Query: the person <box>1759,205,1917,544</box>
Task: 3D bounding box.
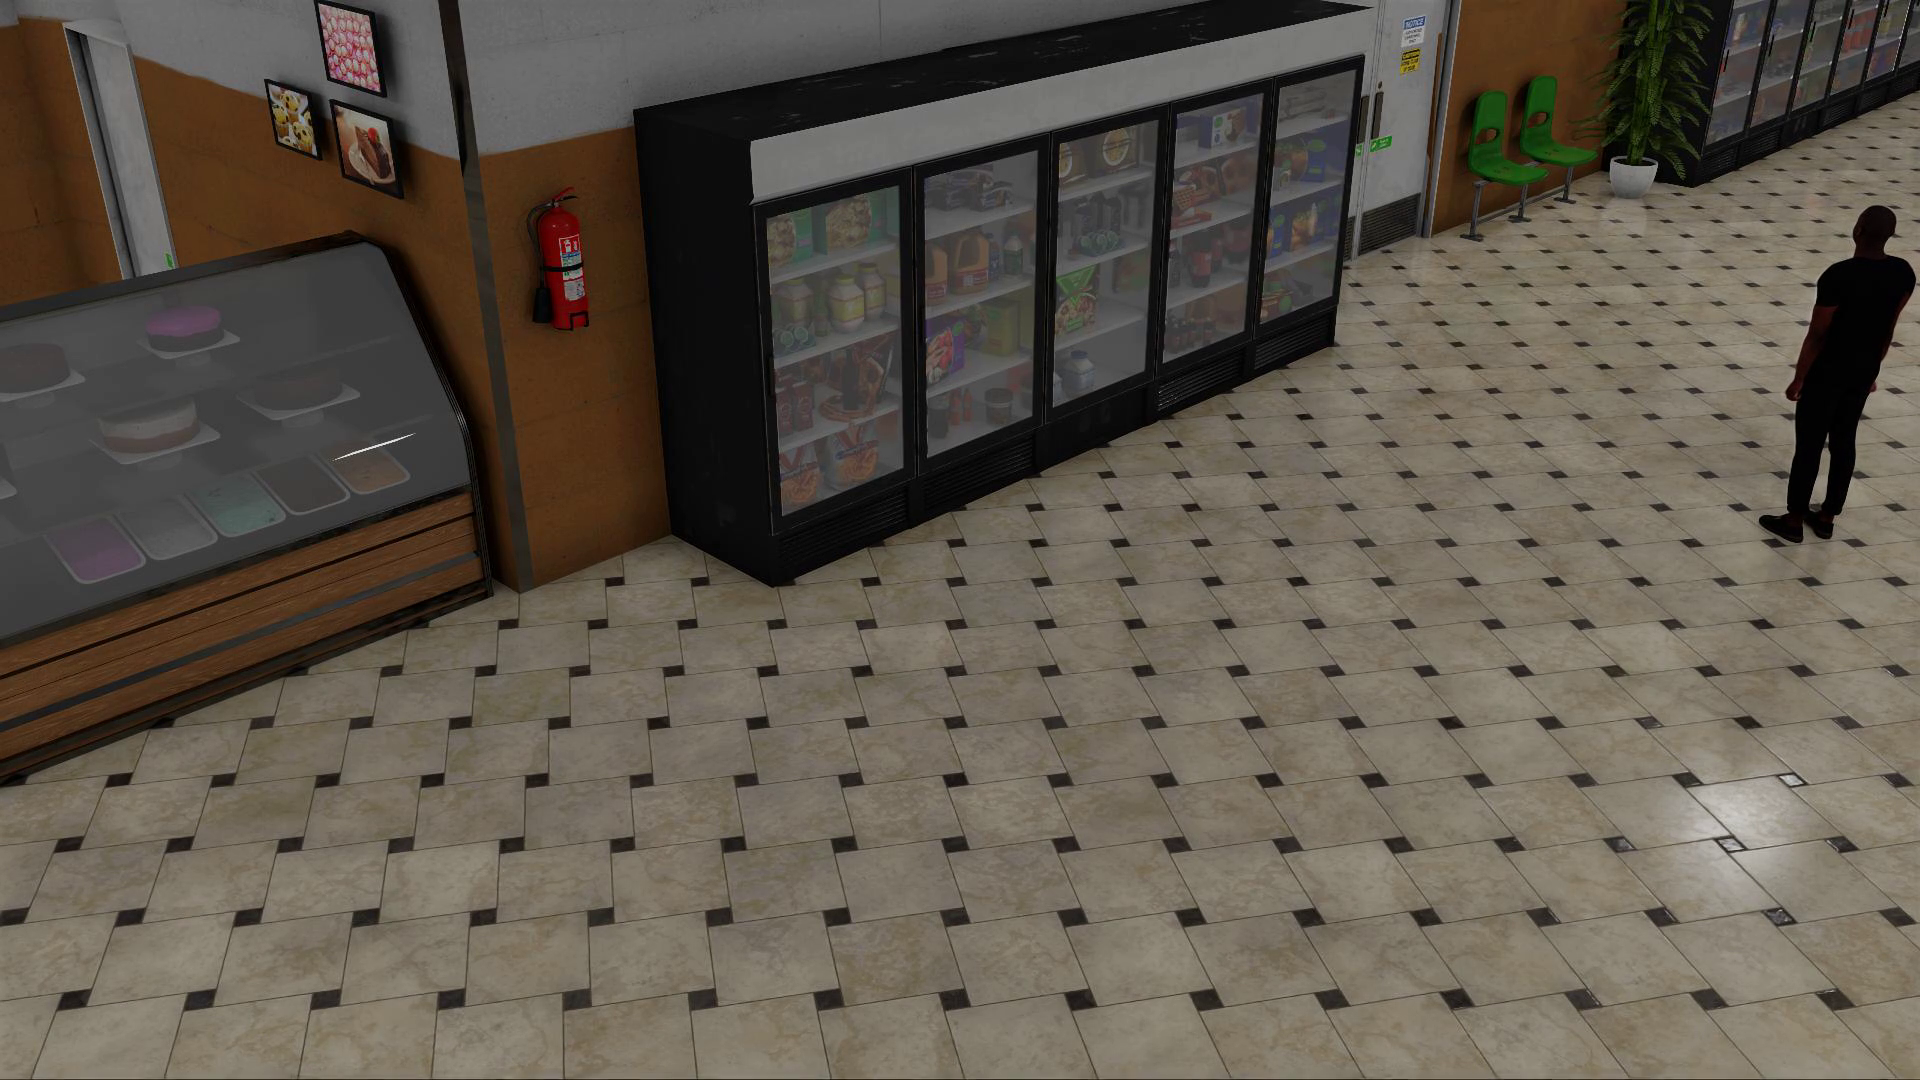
[{"bbox_3d":[4.604,-0.855,8.703,0.750,1.820,0.769,-4,27,-8],"label":"person"}]
